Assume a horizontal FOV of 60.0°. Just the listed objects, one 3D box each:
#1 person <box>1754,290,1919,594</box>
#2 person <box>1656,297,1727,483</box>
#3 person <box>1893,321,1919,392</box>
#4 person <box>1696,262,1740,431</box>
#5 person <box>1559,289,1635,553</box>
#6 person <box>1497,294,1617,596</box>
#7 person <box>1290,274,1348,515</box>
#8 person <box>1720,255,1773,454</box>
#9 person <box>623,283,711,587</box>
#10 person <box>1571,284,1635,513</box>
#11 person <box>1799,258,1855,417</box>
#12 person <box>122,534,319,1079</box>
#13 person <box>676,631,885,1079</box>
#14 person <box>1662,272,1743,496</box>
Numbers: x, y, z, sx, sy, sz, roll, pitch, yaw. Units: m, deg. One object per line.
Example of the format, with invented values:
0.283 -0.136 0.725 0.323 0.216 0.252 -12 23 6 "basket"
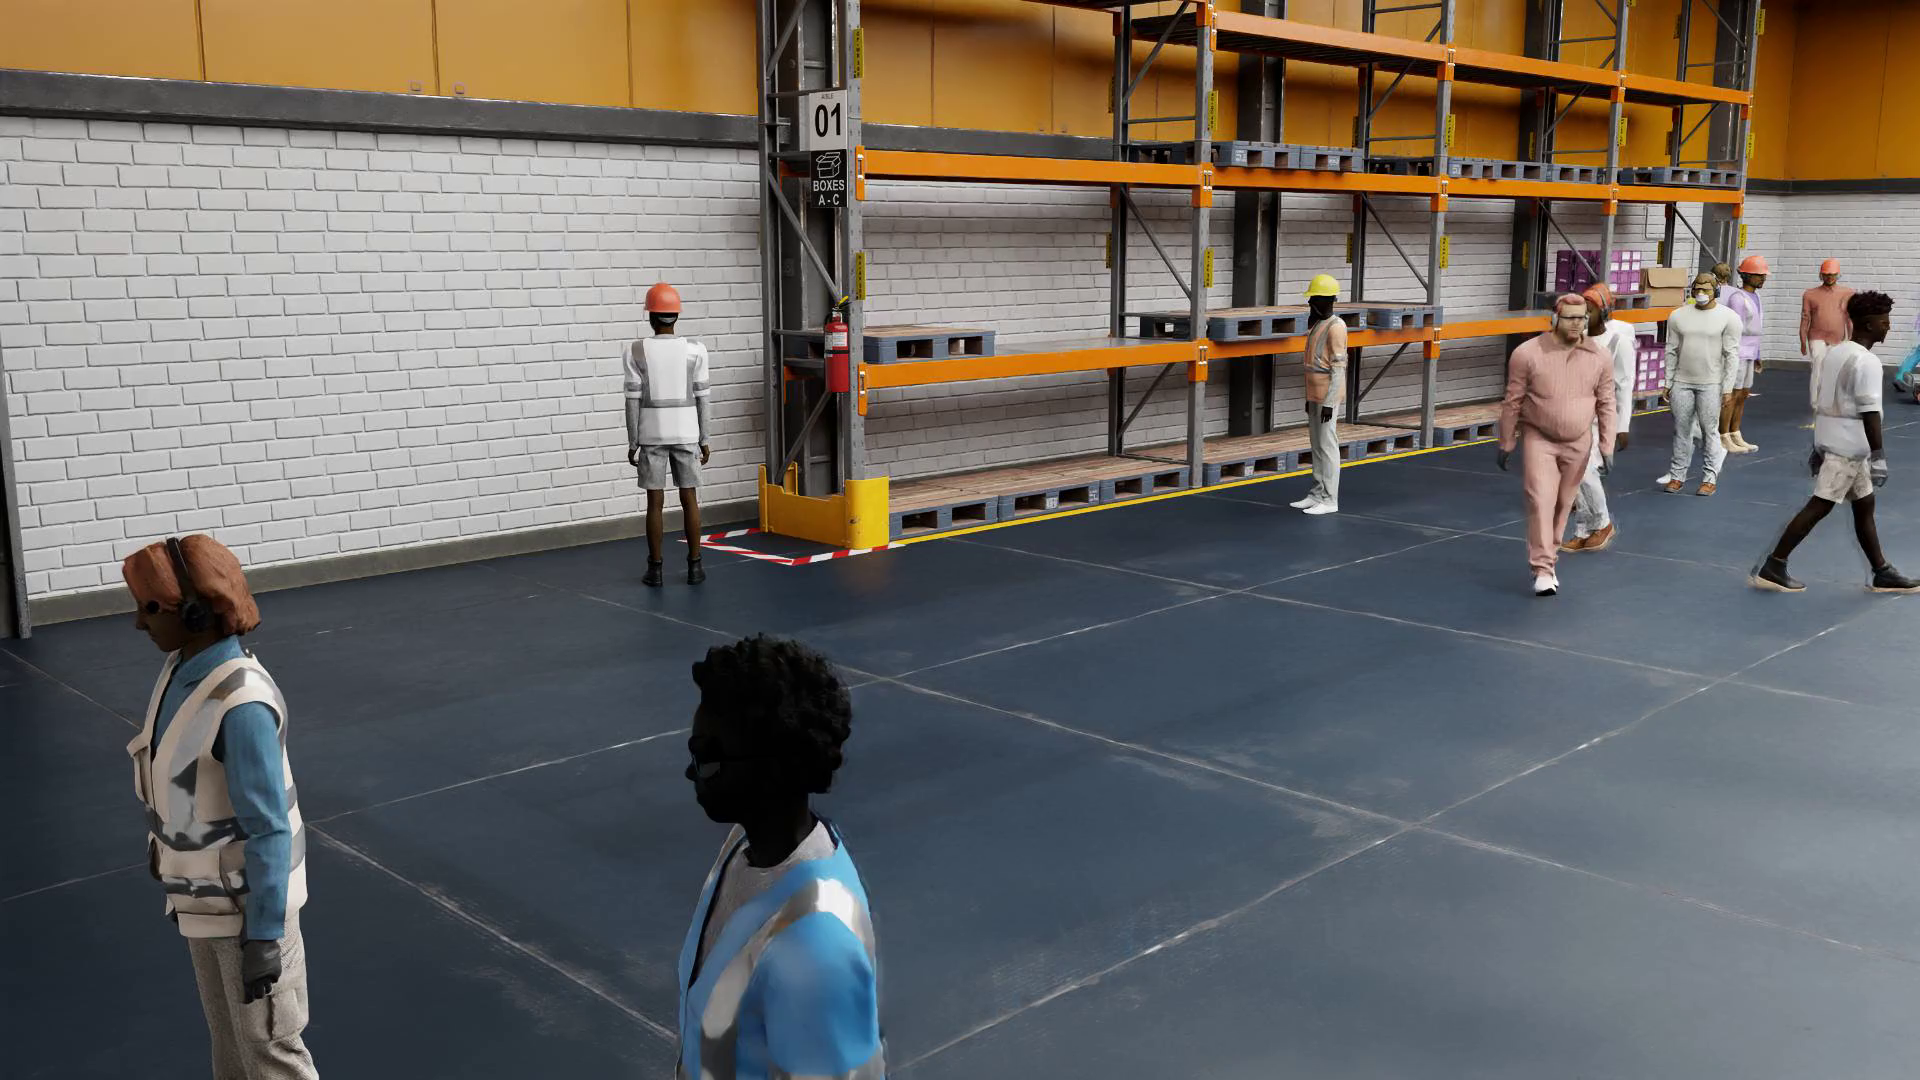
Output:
5.514 -0.590 10.331 1.025 1.912 0.618 2 11 10 "person"
6.712 -1.376 15.114 0.727 1.720 0.489 -2 11 -12 "person"
13.830 -2.970 23.636 0.976 1.789 0.584 -1 10 -7 "person"
8.616 -2.191 18.973 0.628 1.940 0.373 0 10 -2 "person"
4.409 -0.817 11.673 0.421 1.865 0.611 -4 11 -23 "person"
3.753 -0.573 10.334 0.670 1.863 0.902 0 10 1 "person"
2.918 -1.168 13.423 0.363 1.928 0.587 -1 10 -5 "person"
8.081 -1.898 17.114 0.396 2.038 0.606 10 14 43 "person"
-1.866 -0.664 10.633 0.545 1.942 0.350 -3 11 -14 "person"
5.150 -1.136 13.487 0.575 1.840 0.925 3 11 16 "person"
10.856 -2.547 20.853 0.607 1.963 0.945 3 11 18 "person"
-1.552 0.789 3.542 0.314 1.639 0.515 -9 13 -39 "person"
-0.243 0.972 2.459 0.427 1.712 0.558 -3 11 -16 "person"
6.404 -1.346 14.407 0.367 1.932 0.622 -10 14 -43 "person"
